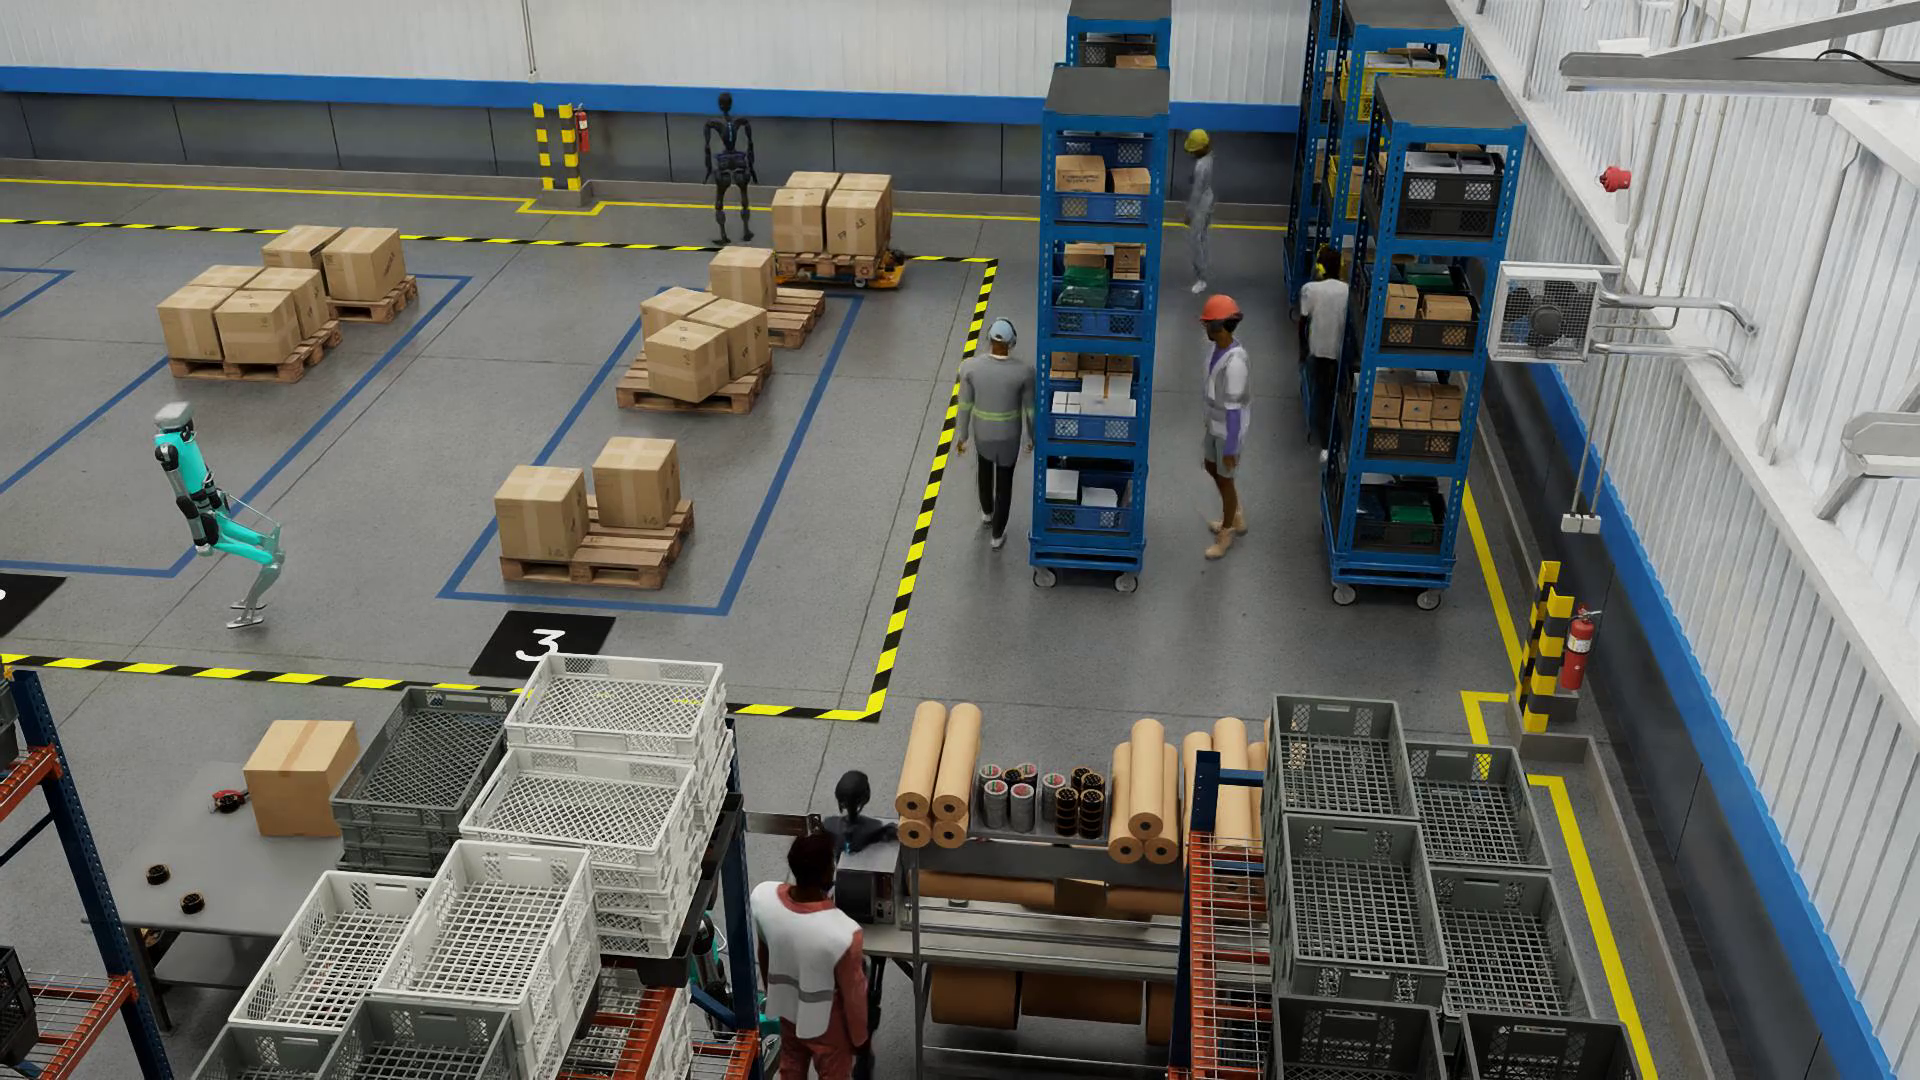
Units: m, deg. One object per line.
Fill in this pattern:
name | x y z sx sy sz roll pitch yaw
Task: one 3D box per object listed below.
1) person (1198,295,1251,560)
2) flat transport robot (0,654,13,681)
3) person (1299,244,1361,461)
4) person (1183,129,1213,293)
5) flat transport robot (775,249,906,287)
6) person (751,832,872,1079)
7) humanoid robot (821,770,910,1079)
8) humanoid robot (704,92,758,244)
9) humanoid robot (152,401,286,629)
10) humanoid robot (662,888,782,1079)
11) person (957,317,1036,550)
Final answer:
person | 1.990 -0.805 12.330 0.474 2.021 0.811 -4 30 -6
flat transport robot | -7.142 0.969 11.010 1.431 0.231 0.659 3 30 6
person | 3.075 -1.558 13.793 0.588 1.829 0.527 12 32 19
person | 2.453 -3.450 17.181 0.323 1.697 0.646 8 31 13
flat transport robot | -1.330 -2.916 17.655 1.431 0.197 0.652 3 30 6
person | -0.664 2.101 7.438 0.590 1.910 0.385 20 36 30
humanoid robot | -0.487 1.827 8.186 0.614 1.621 0.795 3 30 6
humanoid robot | -2.519 -4.083 18.281 0.588 1.642 0.373 -11 32 -19
humanoid robot | -4.974 -0.175 11.386 0.735 1.672 0.533 -5 31 -8
humanoid robot | -1.008 2.007 7.629 0.735 1.681 0.533 -17 34 -26
person | 0.311 -0.868 12.616 0.609 1.822 0.754 5 31 9
